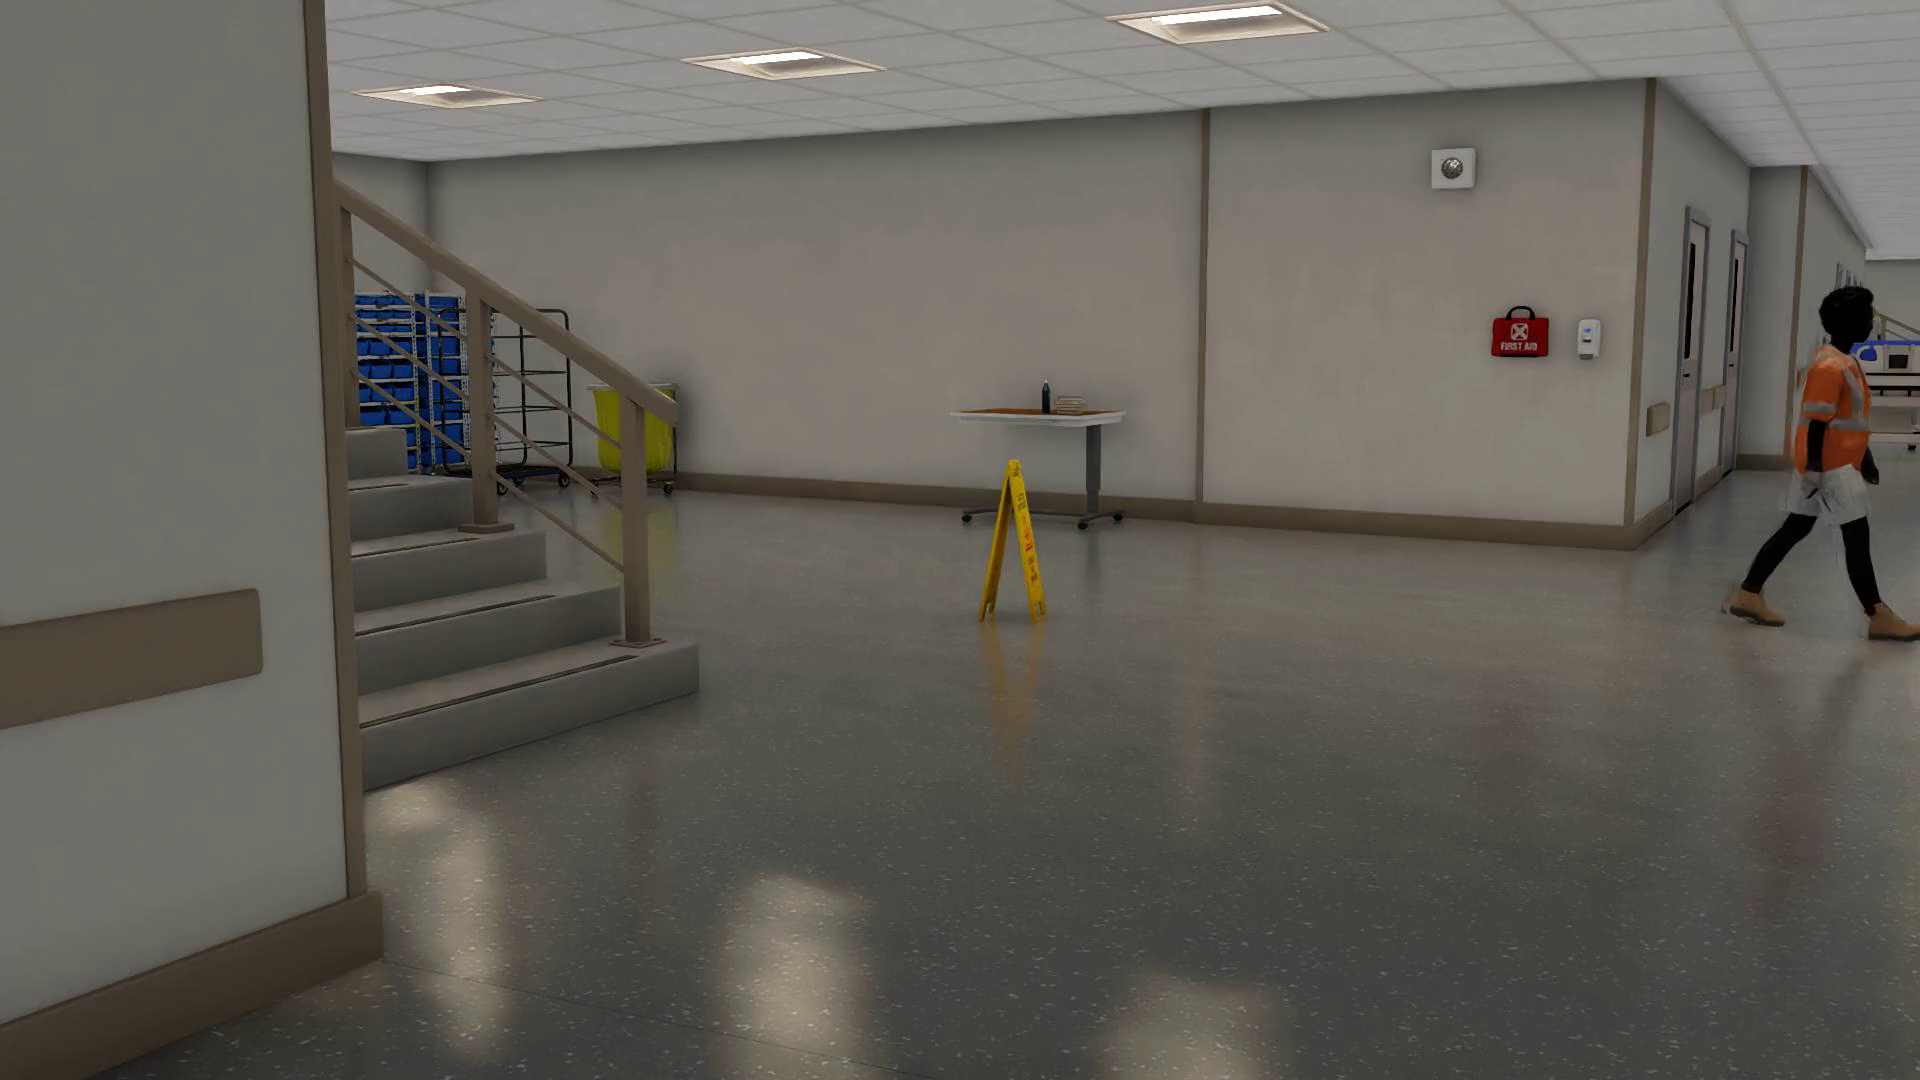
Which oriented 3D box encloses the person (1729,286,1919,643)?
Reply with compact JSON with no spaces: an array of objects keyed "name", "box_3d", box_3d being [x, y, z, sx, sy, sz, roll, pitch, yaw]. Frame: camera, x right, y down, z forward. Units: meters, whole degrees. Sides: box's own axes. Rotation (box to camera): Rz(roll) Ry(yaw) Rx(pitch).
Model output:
[{"name":"person","box_3d":[4.110,-0.367,7.862,0.868,1.653,0.537,5,9,32]}]
